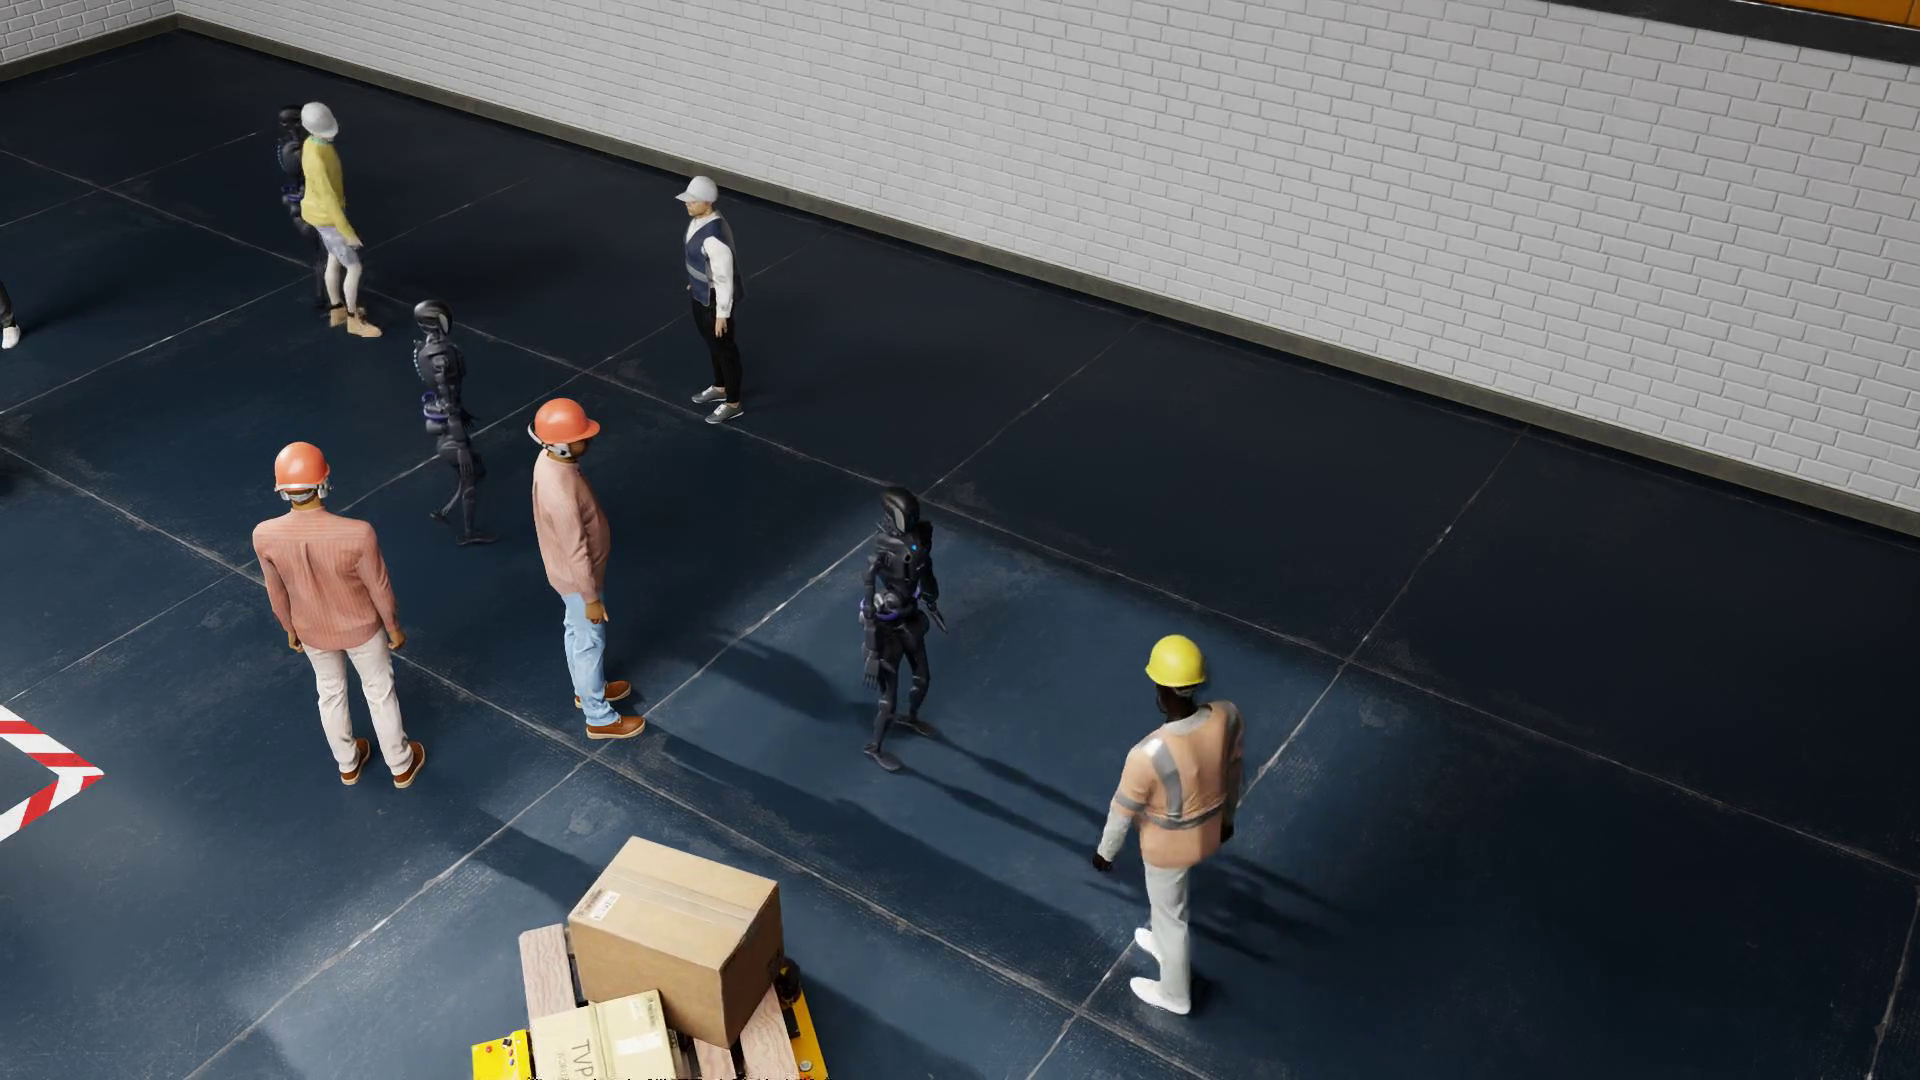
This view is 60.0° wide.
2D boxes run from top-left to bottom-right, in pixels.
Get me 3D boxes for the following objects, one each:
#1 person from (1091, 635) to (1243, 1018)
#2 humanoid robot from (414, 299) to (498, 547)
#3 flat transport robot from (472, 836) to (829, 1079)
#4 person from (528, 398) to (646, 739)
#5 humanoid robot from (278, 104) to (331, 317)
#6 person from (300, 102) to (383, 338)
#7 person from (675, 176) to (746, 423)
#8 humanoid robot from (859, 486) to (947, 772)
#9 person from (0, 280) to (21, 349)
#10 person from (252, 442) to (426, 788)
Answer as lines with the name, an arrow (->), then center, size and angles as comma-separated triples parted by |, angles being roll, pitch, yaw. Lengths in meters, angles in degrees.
person -> 0.881, 1.228, 7.087 | 0.620, 1.889, 0.618 | -26, 43, -32
humanoid robot -> -3.087, -0.682, 10.006 | 0.412, 1.639, 0.588 | -11, 36, -15
flat transport robot -> -1.325, 2.227, 7.080 | 1.431, 0.231, 0.659 | -10, 36, -14
person -> -1.941, 0.151, 8.545 | 0.379, 1.994, 0.611 | -12, 37, -17
humanoid robot -> -4.926, -2.491, 12.597 | 0.321, 1.653, 0.616 | -21, 40, -27
person -> -4.642, -2.373, 12.285 | 0.412, 1.847, 0.571 | -11, 36, -15
person -> -1.674, -1.649, 11.319 | 0.410, 1.759, 0.762 | -14, 37, -18
humanoid robot -> -0.309, 0.435, 8.415 | 0.311, 1.639, 0.609 | 21, 40, 27
person -> -7.310, -2.259, 12.097 | 0.534, 1.869, 0.314 | -2, 35, -3
person -> -3.049, 0.402, 8.196 | 0.610, 1.986, 0.401 | 1, 35, 2
